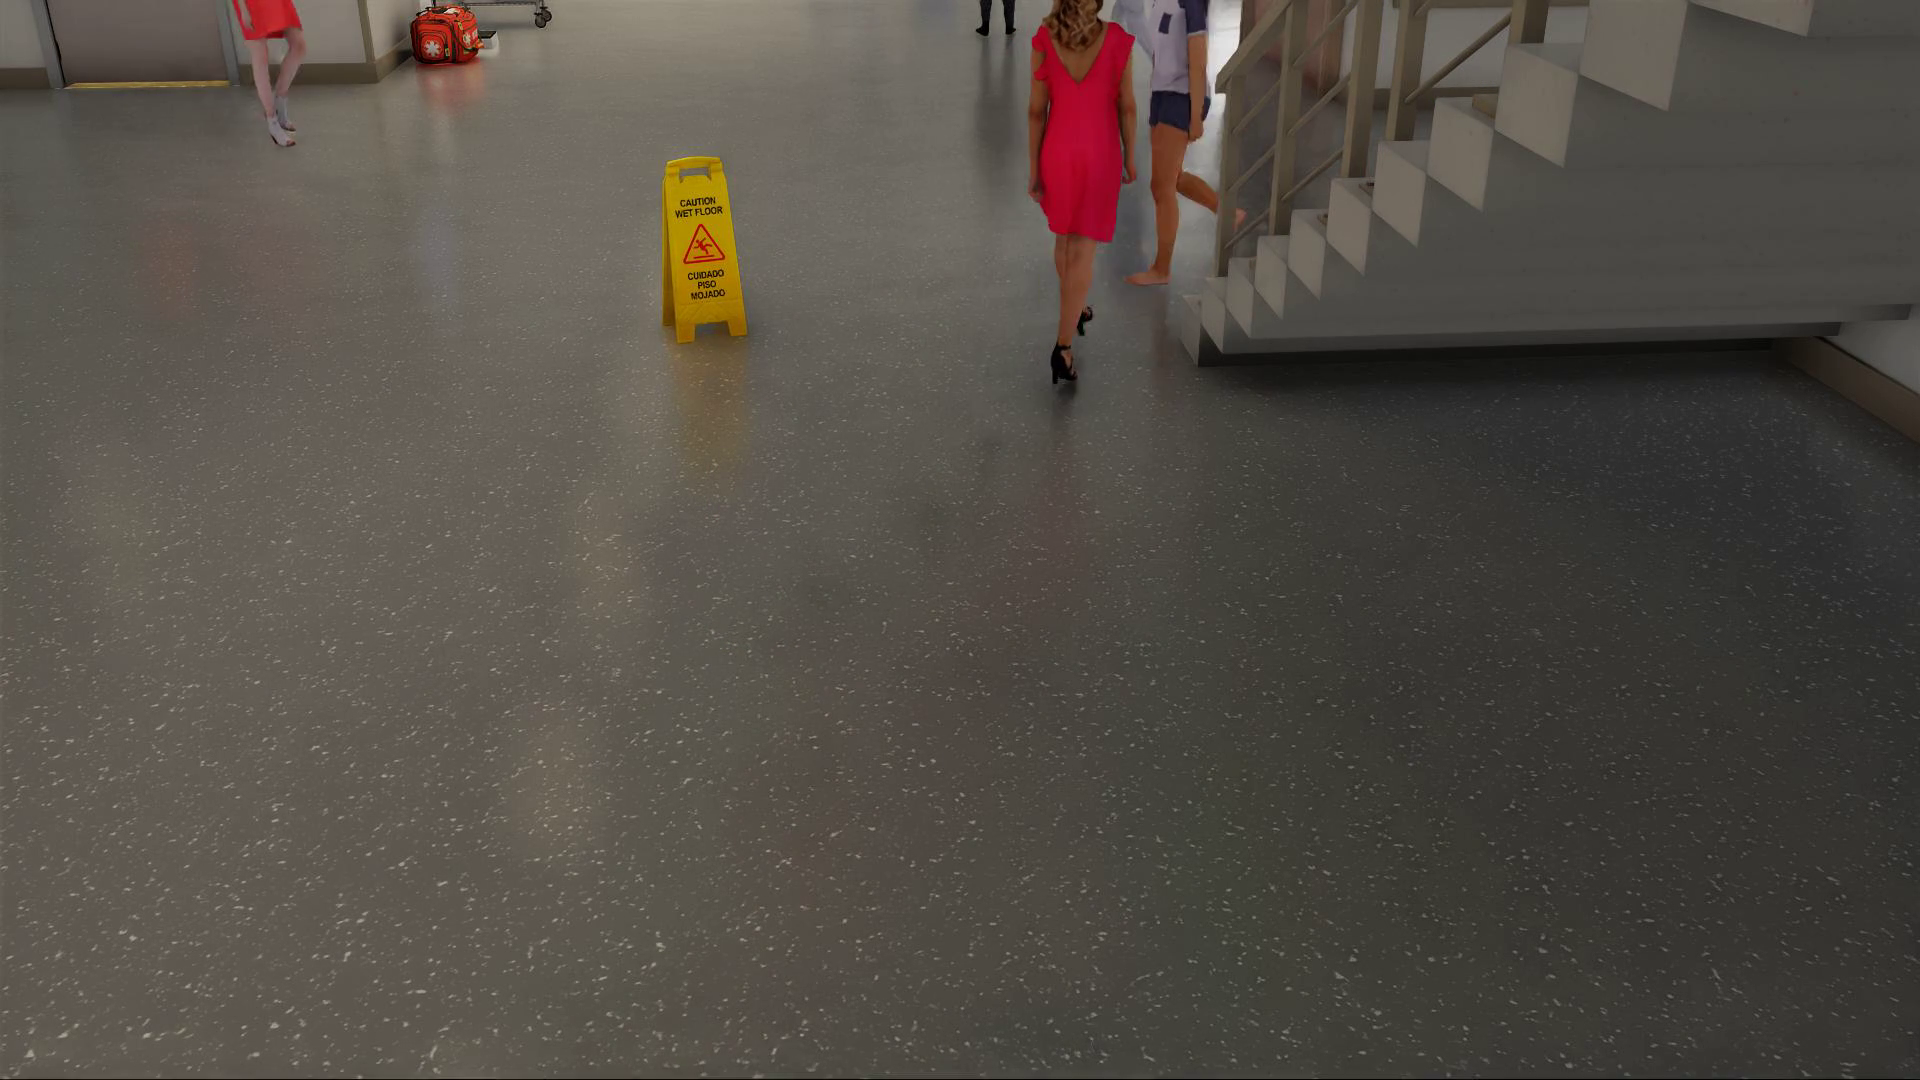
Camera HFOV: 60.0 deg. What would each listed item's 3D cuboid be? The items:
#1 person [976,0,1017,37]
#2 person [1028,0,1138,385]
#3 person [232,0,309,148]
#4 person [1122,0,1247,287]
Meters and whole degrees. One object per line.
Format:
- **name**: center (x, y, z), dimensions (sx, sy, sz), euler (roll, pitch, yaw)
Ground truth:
- **person**: center (0.311, -5.422, 14.795), dimensions (0.600, 1.779, 0.501), euler (-4, 26, -8)
- **person**: center (0.460, -1.456, 6.673), dimensions (0.854, 1.690, 1.091), euler (9, 27, 18)
- **person**: center (-4.541, -3.446, 10.657), dimensions (0.820, 1.814, 0.756), euler (15, 30, 28)
- **person**: center (1.108, -2.055, 7.892), dimensions (0.803, 1.711, 0.930), euler (-9, 27, -18)
